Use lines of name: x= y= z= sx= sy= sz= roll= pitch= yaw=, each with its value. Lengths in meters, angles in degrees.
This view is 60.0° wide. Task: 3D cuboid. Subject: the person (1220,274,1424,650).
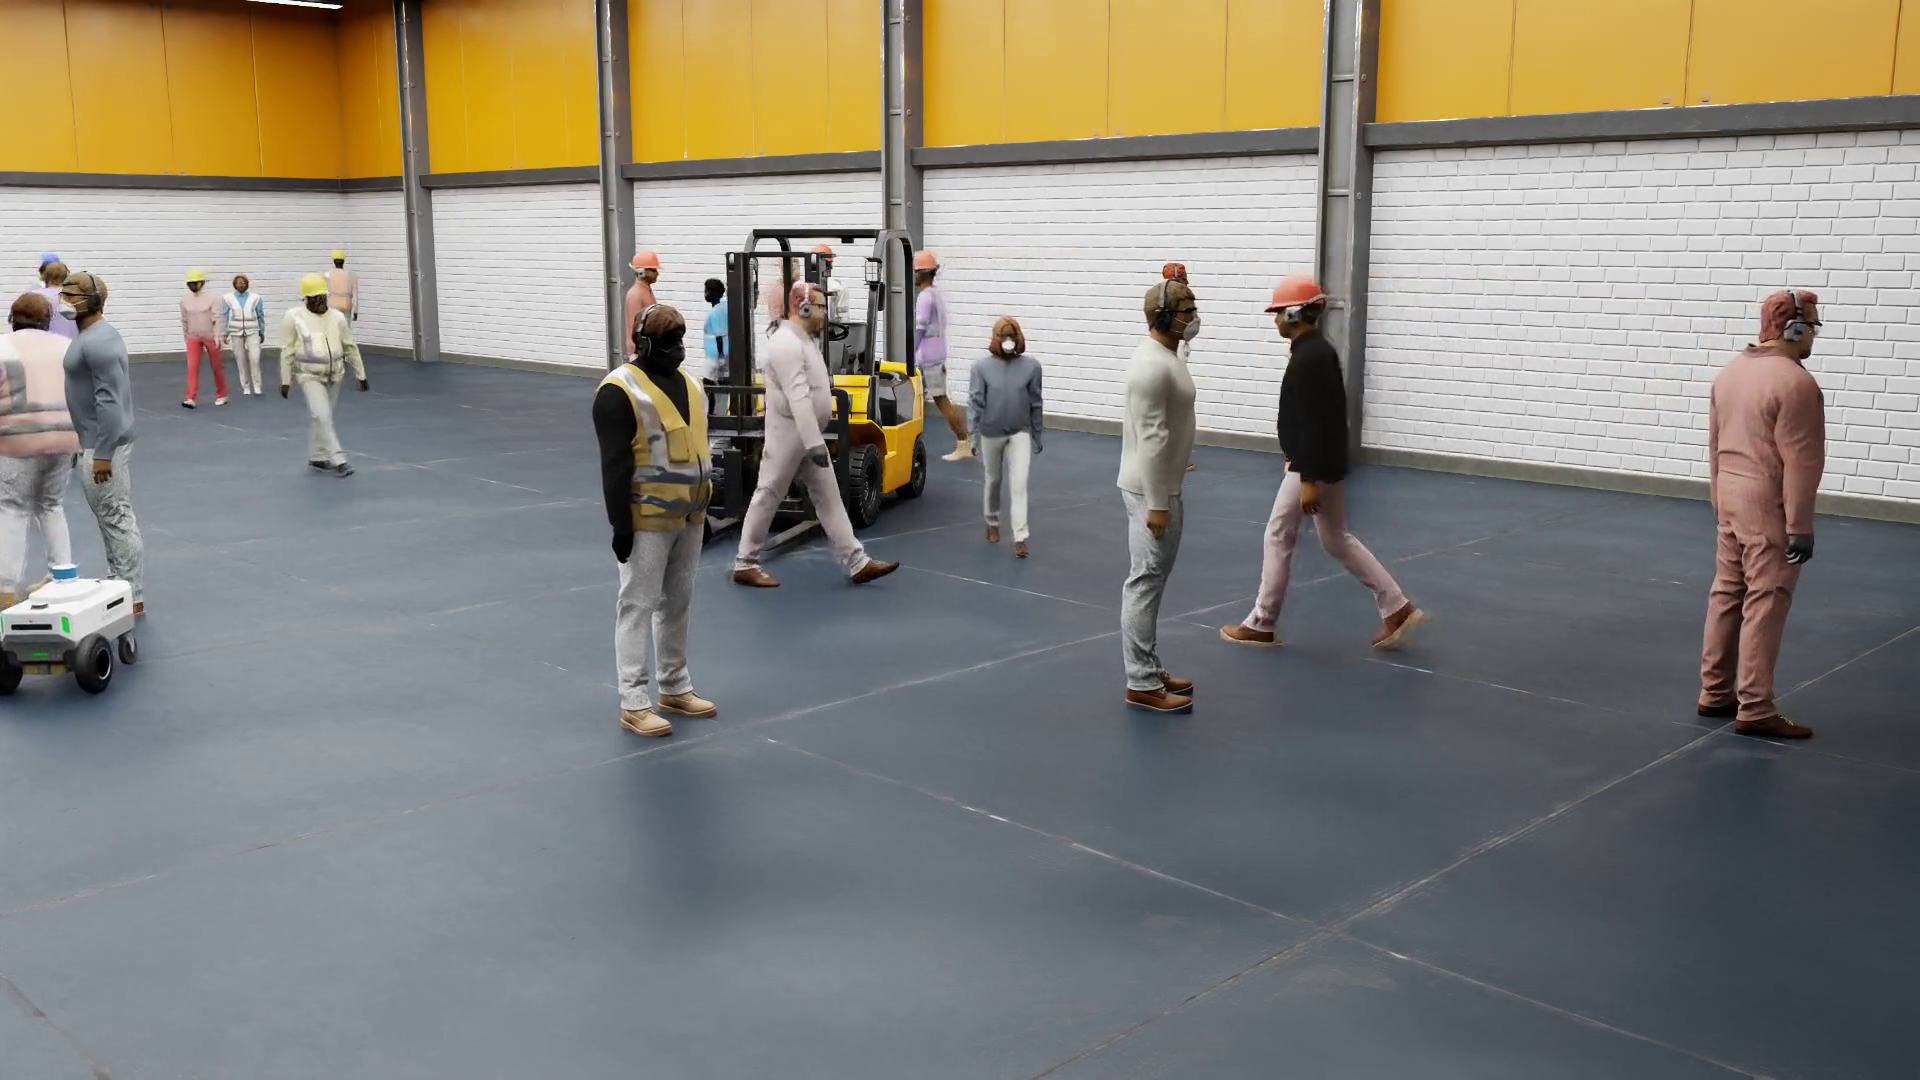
person: x=1.888 y=-0.381 z=8.514 sx=0.971 sy=1.946 sz=0.667 roll=5 pitch=11 yaw=24

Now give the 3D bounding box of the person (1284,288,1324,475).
person: x=3.062 y=-1.413 z=14.817 sx=0.321 sy=1.691 sz=0.532 roll=3 pitch=11 yaw=18

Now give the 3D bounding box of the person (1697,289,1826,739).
person: x=3.479 y=-0.116 z=7.148 sx=0.403 sy=1.904 sz=0.652 roll=-1 pitch=10 yaw=-5

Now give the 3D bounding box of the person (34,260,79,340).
person: x=-8.730 y=-1.767 z=16.205 sx=0.638 sy=1.902 sz=0.981 roll=-4 pitch=11 yaw=-20

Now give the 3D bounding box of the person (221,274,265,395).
person: x=-9.513 y=-2.716 z=22.091 sx=0.540 sy=1.611 sz=0.714 roll=-4 pitch=11 yaw=-22

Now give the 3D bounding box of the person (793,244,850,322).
person: x=-1.441 y=-2.052 z=17.327 sx=0.614 sy=2.041 sz=0.390 roll=1 pitch=10 yaw=4

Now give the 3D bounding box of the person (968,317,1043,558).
person: x=0.307 y=-0.718 z=11.295 sx=0.518 sy=1.587 sz=0.872 roll=-1 pitch=10 yaw=-3

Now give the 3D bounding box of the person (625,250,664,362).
person: x=-3.076 y=-1.832 z=16.299 sx=0.400 sy=1.989 sz=0.618 roll=1 pitch=10 yaw=3

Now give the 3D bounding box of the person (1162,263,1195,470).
person: x=1.938 y=-1.578 z=15.181 sx=0.355 sy=1.882 sz=0.576 roll=-2 pitch=11 yaw=-11

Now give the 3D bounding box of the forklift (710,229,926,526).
forklift: x=-1.050 y=-1.319 z=12.920 sx=1.214 sy=2.155 sz=2.313 roll=2 pitch=11 yaw=13

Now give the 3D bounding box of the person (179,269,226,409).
person: x=-9.403 y=-2.492 z=20.619 sx=0.526 sy=1.719 sz=0.912 roll=-1 pitch=10 yaw=-4

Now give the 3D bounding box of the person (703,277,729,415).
person: x=-2.578 y=-2.045 z=18.279 sx=0.720 sy=1.677 sz=0.522 roll=0 pitch=10 yaw=2

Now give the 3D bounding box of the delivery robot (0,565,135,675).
delivery robot: x=-4.265 y=0.361 z=7.960 sx=0.477 sy=0.478 sz=0.707 roll=0 pitch=11 yaw=-3

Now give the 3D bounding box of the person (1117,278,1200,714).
person: x=0.903 y=-0.202 z=7.525 sx=0.372 sy=1.941 sz=0.627 roll=2 pitch=11 yaw=12

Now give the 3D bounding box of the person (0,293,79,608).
person: x=-5.370 y=-0.522 z=9.668 sx=0.436 sy=1.802 sz=0.649 roll=6 pitch=12 yaw=32

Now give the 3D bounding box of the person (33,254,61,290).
person: x=-12.981 y=-3.183 z=23.984 sx=0.636 sy=1.863 sz=1.012 roll=-10 pitch=14 yaw=-42

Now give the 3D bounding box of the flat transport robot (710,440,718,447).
flat transport robot: x=-2.492 y=-0.772 z=15.180 sx=1.431 sy=0.197 sz=0.652 roll=-4 pitch=11 yaw=-22

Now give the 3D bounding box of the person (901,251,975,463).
person: x=-0.324 y=-1.710 z=15.632 sx=1.037 sy=1.991 sz=0.613 roll=1 pitch=10 yaw=4

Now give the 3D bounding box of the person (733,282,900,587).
person: x=-0.915 y=-0.613 z=10.006 sx=1.041 sy=1.843 sz=0.651 roll=2 pitch=11 yaw=13

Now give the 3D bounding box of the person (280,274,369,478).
person: x=-5.571 y=-1.443 z=14.690 sx=0.873 sy=1.777 sz=0.716 roll=8 pitch=13 yaw=37

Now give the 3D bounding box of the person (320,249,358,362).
person: x=-10.318 y=-3.886 z=27.702 sx=0.586 sy=1.908 sz=0.770 roll=-5 pitch=11 yaw=-25

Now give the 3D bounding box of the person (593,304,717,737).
person: x=-1.282 y=-0.093 z=7.194 sx=0.429 sy=1.842 sz=0.630 roll=6 pitch=12 yaw=29

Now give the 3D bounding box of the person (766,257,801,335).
person: x=-1.854 y=-2.251 z=18.830 sx=0.705 sy=1.883 sz=0.669 roll=8 pitch=13 yaw=39

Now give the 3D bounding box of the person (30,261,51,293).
person: x=-10.621 y=-2.355 z=19.587 sx=0.530 sy=1.826 sz=0.918 roll=-6 pitch=12 yaw=-29

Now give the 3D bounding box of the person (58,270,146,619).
person: x=-4.764 y=-0.512 z=9.212 sx=0.368 sy=1.940 sz=0.633 roll=-7 pitch=12 yaw=-33
